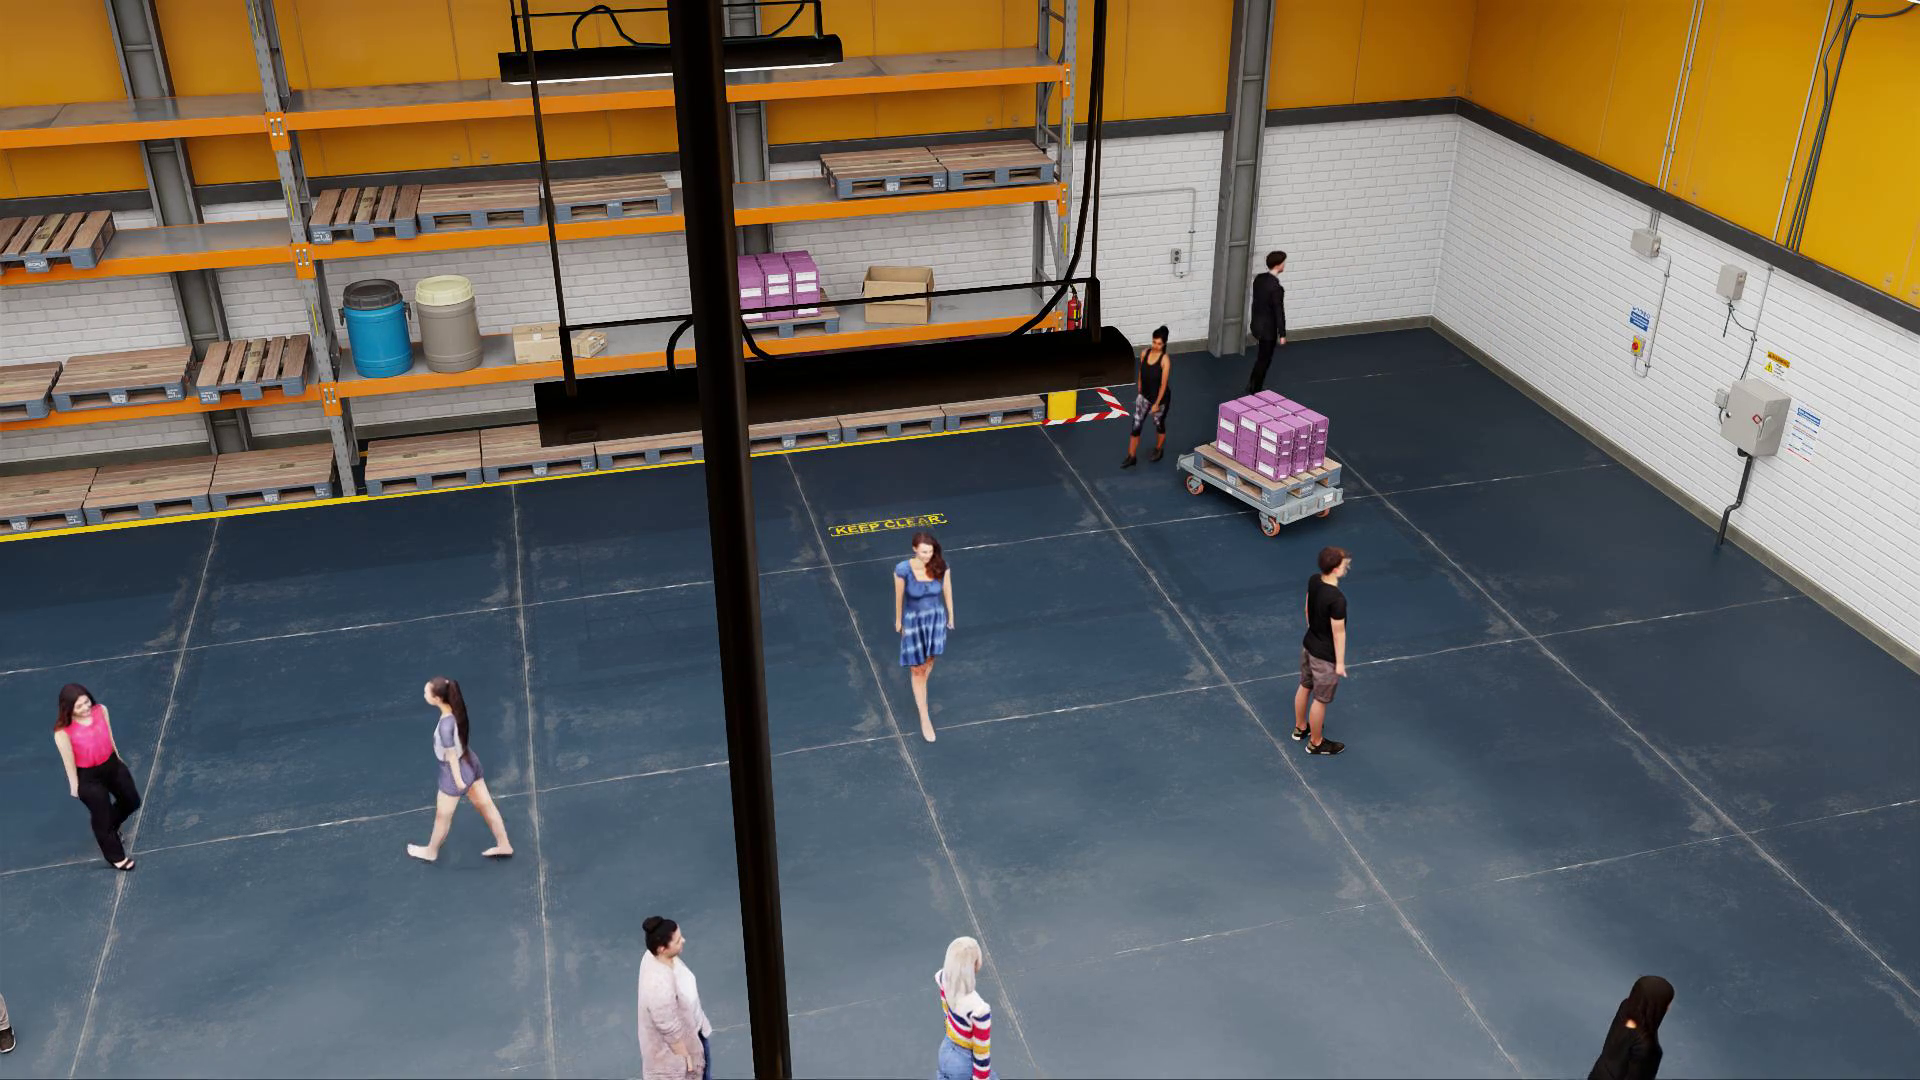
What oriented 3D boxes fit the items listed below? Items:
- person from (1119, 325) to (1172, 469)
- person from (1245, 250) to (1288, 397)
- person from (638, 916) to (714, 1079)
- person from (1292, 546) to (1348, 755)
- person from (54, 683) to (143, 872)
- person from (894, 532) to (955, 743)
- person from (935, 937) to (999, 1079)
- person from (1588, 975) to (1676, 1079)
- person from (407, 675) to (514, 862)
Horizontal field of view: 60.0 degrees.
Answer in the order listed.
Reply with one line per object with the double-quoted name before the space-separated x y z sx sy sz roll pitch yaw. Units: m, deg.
"person" 2.182 -1.581 18.181 0.889 1.635 1.022 23 36 36
"person" 3.535 -2.491 19.598 0.623 1.875 0.714 -9 30 -16
"person" -1.784 2.944 9.804 1.128 1.713 0.818 -2 29 -4
"person" 2.923 0.870 13.449 0.588 1.863 0.675 -9 30 -16
"person" -6.329 1.711 12.138 0.860 1.644 0.793 9 30 17
"person" -0.318 0.714 13.826 0.934 1.776 0.766 -10 30 -18
"person" -0.038 3.035 9.552 0.795 1.794 0.765 -18 33 -29
"person" 3.720 3.121 9.583 1.106 1.614 0.757 0 29 0
"person" -3.569 1.699 12.189 1.063 1.614 0.815 3 29 5
